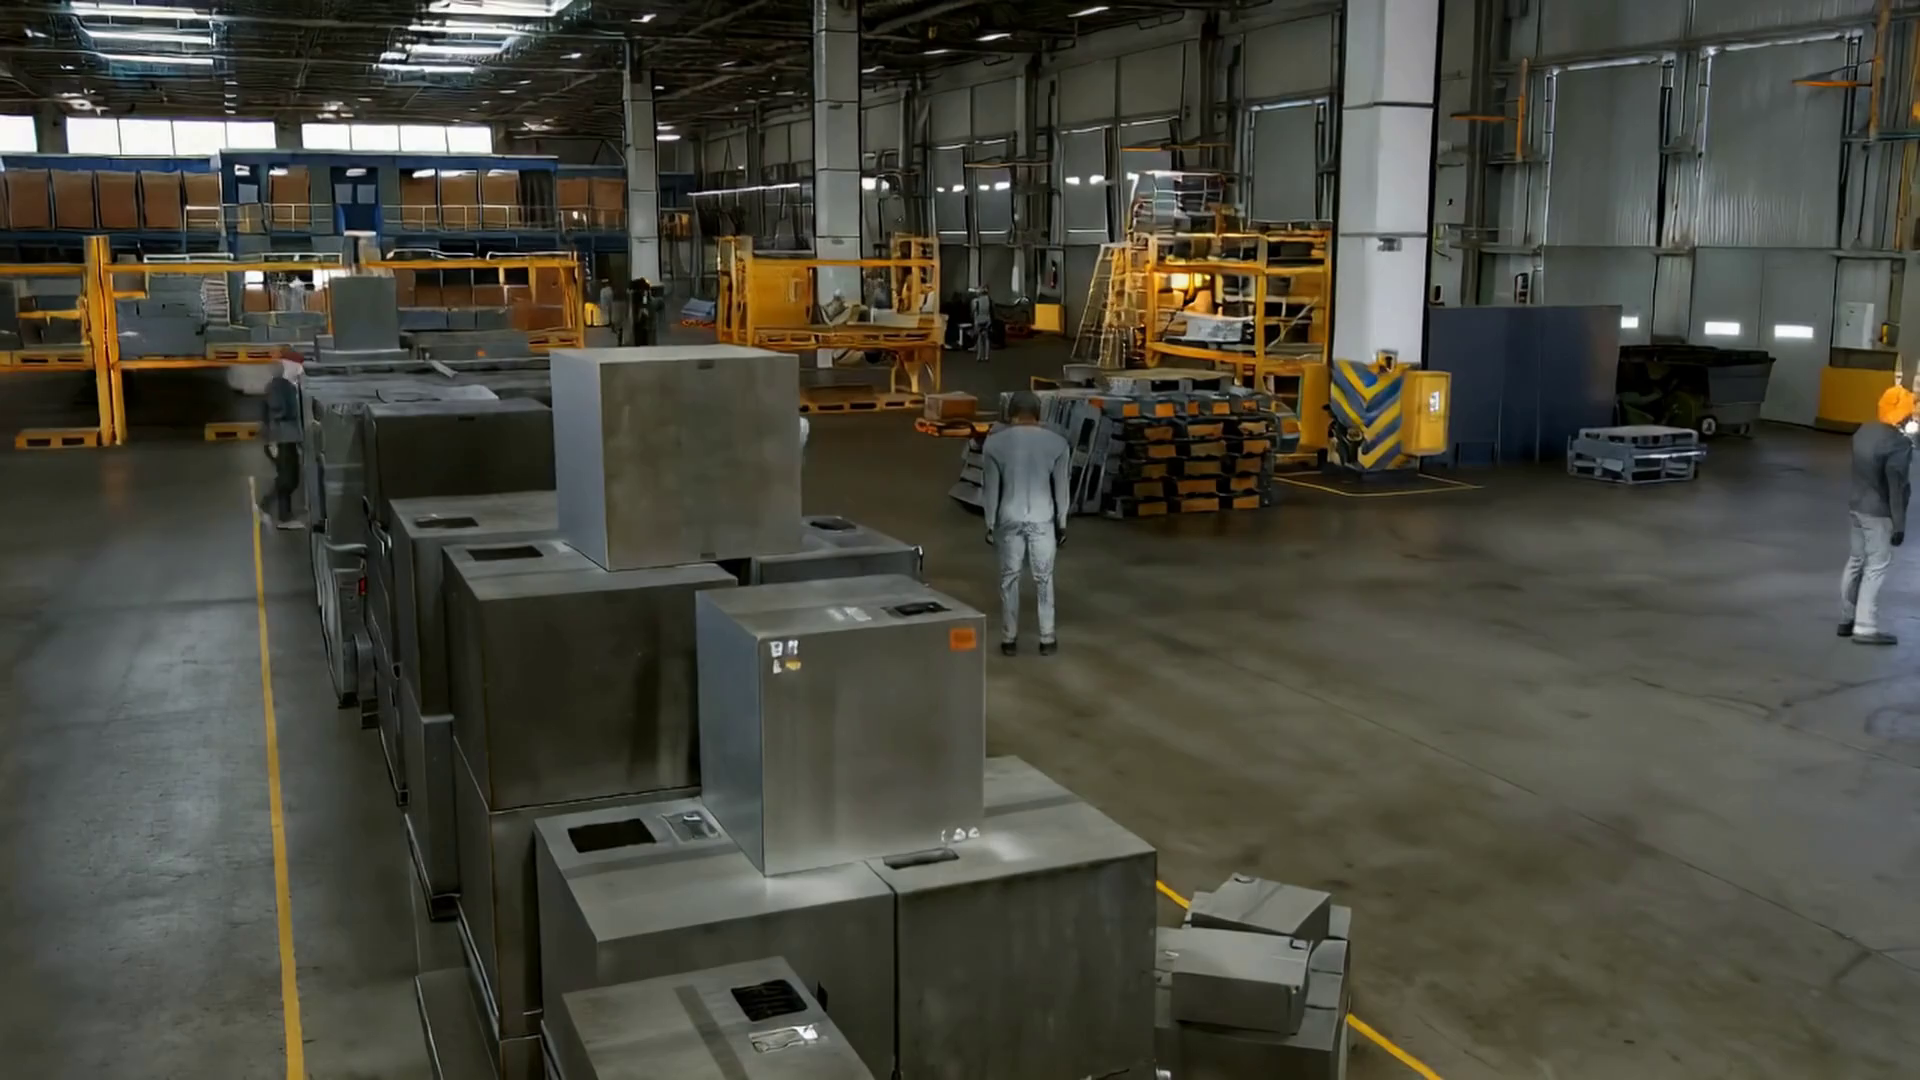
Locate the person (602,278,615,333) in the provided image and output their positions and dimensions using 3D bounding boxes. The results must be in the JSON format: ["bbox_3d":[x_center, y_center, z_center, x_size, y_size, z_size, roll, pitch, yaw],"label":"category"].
[{"bbox_3d":[-11.244,-7.488,53.093,0.297,1.744,0.487,6,12,31],"label":"person"}]

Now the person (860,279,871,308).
[{"bbox_3d":[-2.854,-6.558,47.691,0.627,1.843,0.429,-2,10,-10],"label":"person"}]

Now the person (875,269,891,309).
[{"bbox_3d":[-2.736,-8.678,59.193,0.633,1.909,0.660,7,12,33],"label":"person"}]

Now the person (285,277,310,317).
[{"bbox_3d":[-18.754,-6.490,47.120,0.637,1.919,0.825,-5,11,-24],"label":"person"}]

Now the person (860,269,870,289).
[{"bbox_3d":[-3.439,-8.741,59.488,0.595,1.925,0.375,-10,14,-43],"label":"person"}]

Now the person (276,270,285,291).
[{"bbox_3d":[-23.882,-8.531,58.446,0.343,1.883,0.585,-3,11,-14],"label":"person"}]

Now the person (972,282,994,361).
[{"bbox_3d":[0.554,-5.367,40.868,0.542,1.938,0.357,-3,11,-16],"label":"person"}]

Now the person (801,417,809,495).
[{"bbox_3d":[-1.530,-0.437,13.833,0.571,1.883,0.872,1,10,5],"label":"person"}]

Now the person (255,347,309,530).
[{"bbox_3d":[-6.927,-1.028,17.090,0.502,1.882,0.679,-1,10,-8],"label":"person"}]

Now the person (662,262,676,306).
[{"bbox_3d":[-12.962,-11.430,74.154,0.612,1.986,0.407,-1,10,-3],"label":"person"}]

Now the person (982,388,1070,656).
[{"bbox_3d":[0.474,-0.120,11.954,0.630,1.938,0.373,1,10,5],"label":"person"}]

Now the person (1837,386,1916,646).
[{"bbox_3d":[6.786,-0.172,12.281,0.386,1.927,0.636,0,10,-1],"label":"person"}]

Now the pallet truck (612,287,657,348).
[{"bbox_3d":[-6.464,-4.406,35.401,0.823,1.965,1.885,6,12,32],"label":"pallet truck"}]

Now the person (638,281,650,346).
[{"bbox_3d":[-8.727,-6.239,45.975,0.647,1.824,0.444,8,13,39],"label":"person"}]
